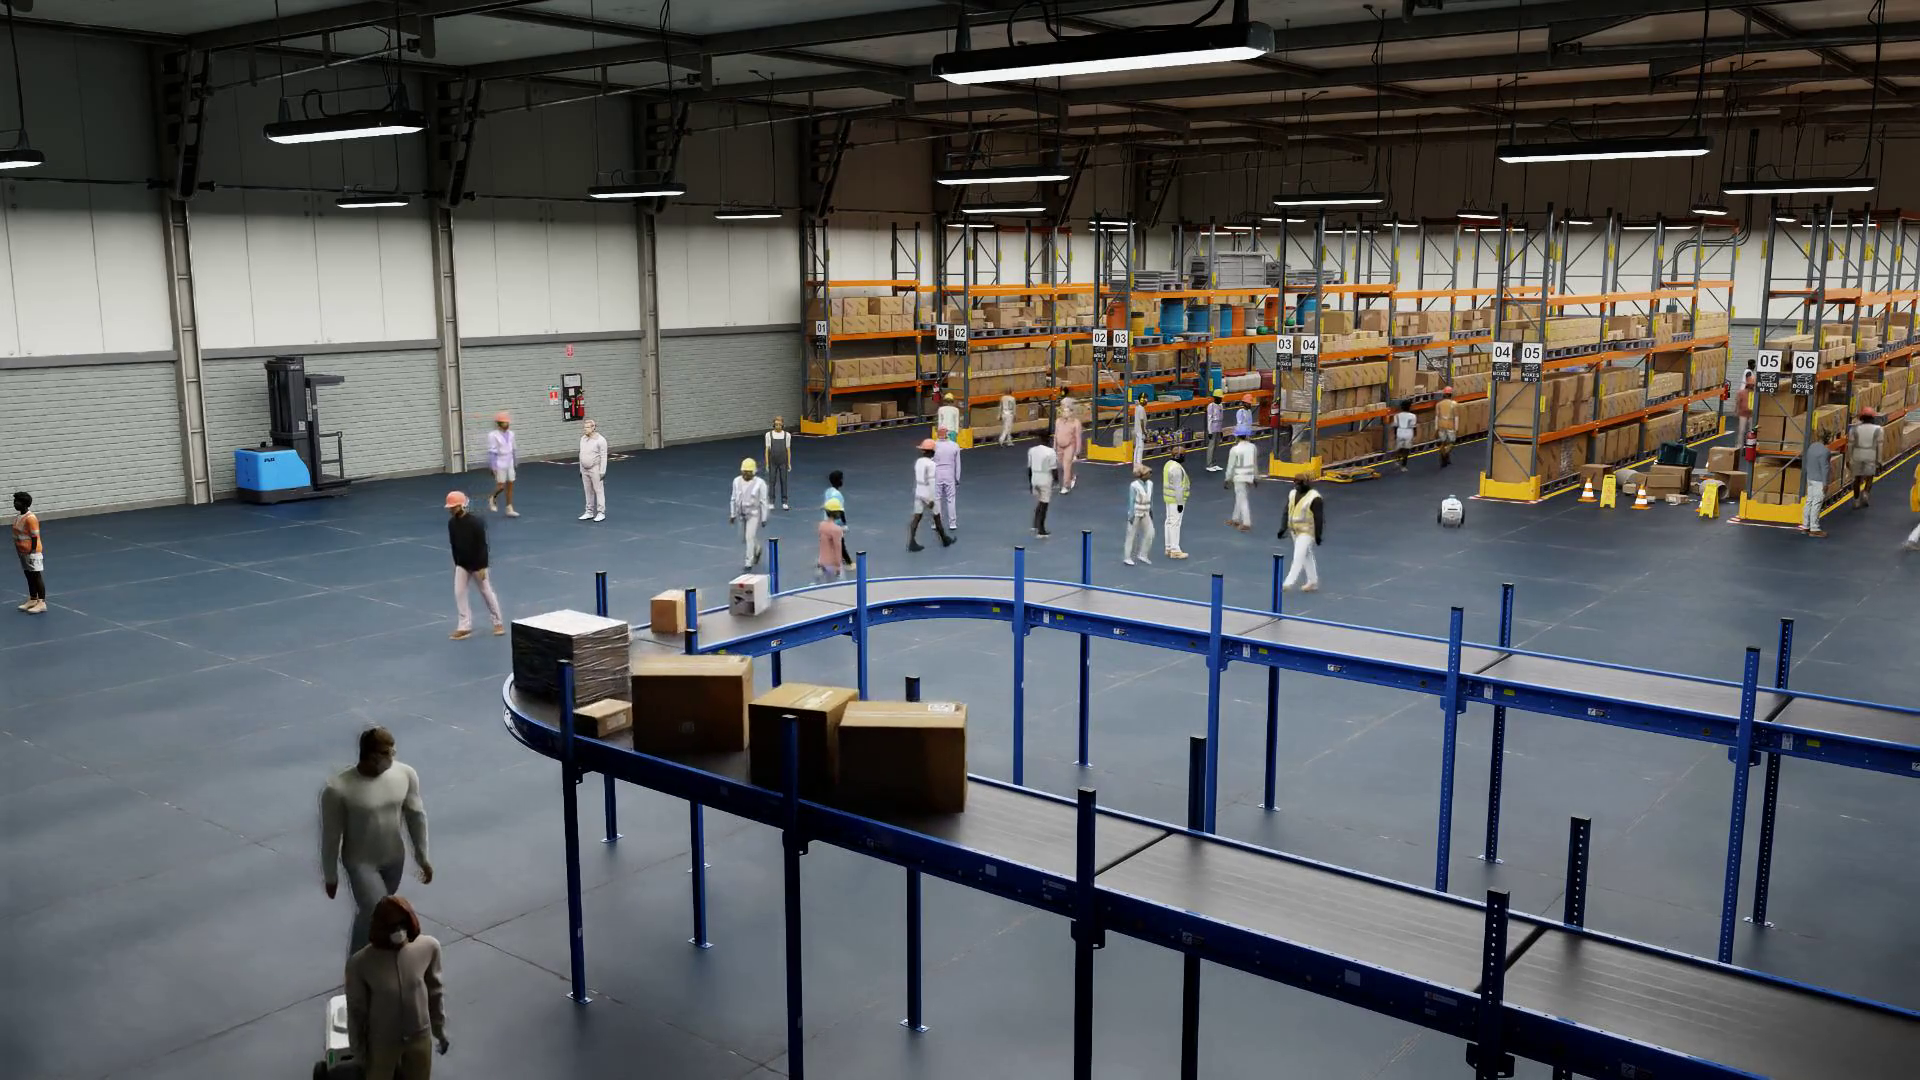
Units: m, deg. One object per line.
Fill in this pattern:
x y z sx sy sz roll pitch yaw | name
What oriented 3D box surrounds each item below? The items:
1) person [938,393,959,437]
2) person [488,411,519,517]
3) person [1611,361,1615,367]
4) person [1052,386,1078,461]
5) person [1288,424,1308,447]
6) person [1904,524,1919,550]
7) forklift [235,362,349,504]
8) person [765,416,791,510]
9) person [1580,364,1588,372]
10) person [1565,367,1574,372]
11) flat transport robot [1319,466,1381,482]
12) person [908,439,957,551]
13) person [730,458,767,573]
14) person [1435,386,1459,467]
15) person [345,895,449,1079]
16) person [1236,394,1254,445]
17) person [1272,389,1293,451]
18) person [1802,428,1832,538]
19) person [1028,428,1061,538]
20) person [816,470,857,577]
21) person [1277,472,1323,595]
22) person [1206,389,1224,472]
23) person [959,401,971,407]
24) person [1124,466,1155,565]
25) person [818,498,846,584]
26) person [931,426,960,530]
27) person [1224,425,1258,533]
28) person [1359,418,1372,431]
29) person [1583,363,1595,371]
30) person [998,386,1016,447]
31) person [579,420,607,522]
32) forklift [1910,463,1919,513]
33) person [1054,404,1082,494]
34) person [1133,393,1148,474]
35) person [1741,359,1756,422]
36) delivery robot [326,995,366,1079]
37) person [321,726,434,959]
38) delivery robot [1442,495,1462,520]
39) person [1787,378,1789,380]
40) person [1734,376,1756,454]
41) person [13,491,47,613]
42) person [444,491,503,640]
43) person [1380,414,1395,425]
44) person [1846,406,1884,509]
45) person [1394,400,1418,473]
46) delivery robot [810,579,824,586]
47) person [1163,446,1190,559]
-0.253 -2.641 37.434 0.535 1.732 0.817 2 10 11 | person
-8.737 -1.449 29.900 0.573 2.031 0.637 6 12 32 | person
19.446 -4.368 46.667 0.532 1.916 0.628 -4 11 -23 | person
2.522 -2.880 38.553 0.968 1.823 0.519 7 12 34 | person
8.477 -3.067 39.326 0.640 1.918 0.669 7 12 34 | person
16.527 -0.728 26.433 0.998 1.841 0.592 2 10 10 | person
-13.803 -2.244 32.110 1.129 2.768 1.873 8 13 37 | forklift
-3.573 -1.512 30.784 0.505 1.847 0.346 -2 10 -11 | person
19.833 -4.841 49.654 0.588 1.803 0.826 -5 11 -27 | person
17.372 -3.977 44.582 0.603 1.884 1.048 10 14 43 | person
8.765 -1.477 35.128 1.431 0.197 0.652 -9 13 -41 | flat transport robot
-0.508 -0.769 26.481 0.975 1.882 0.569 -8 13 -37 | person
-3.309 -0.421 24.760 0.598 1.806 0.769 5 11 24 | person
11.586 -2.700 37.226 0.578 1.925 0.388 7 12 33 | person
-2.918 2.618 8.135 0.507 1.631 0.268 -8 13 -39 | person
6.375 -2.296 34.956 0.374 1.929 0.542 7 12 36 | person
8.396 -3.266 40.389 0.637 1.952 1.019 7 13 36 | person
15.272 -1.035 27.829 0.358 1.938 0.636 1 10 4 | person
1.489 -1.017 27.717 0.469 1.949 0.628 -8 13 -39 | person
-1.868 -0.254 24.236 0.868 1.647 0.549 -3 11 -19 | person
4.965 -0.100 22.995 0.979 1.781 0.609 -5 11 -25 | person
5.976 -2.566 36.492 0.375 1.922 0.594 7 12 36 | person
0.175 -4.561 47.972 0.592 1.834 0.404 4 11 20 | person
2.907 -0.394 25.137 0.628 1.609 0.585 -9 14 -43 | person
-1.726 0.309 20.797 0.440 1.754 0.529 -7 12 -33 | person
-0.315 -1.130 28.469 0.643 1.905 0.399 -1 10 -6 | person
5.026 -1.124 28.393 0.642 1.909 0.881 -7 12 -36 | person
11.279 -3.775 43.450 0.510 1.872 0.329 9 13 40 | person
18.946 -4.446 47.103 0.651 1.913 0.410 5 11 27 | person
1.219 -3.248 41.169 0.521 1.615 0.633 9 14 43 | person
-6.943 -1.311 29.479 0.638 1.909 0.408 6 12 31 | person
19.034 -1.348 28.998 2.313 2.155 1.214 8 13 37 | forklift
2.293 -1.946 33.102 0.642 1.882 0.723 9 13 41 | person
4.179 -2.461 36.073 0.328 1.865 0.521 -2 10 -10 | person
24.086 -4.582 47.862 0.373 1.914 0.596 5 11 24 | person
-3.574 2.927 9.282 0.477 0.478 0.707 -4 11 -21 | delivery robot
-3.812 2.130 10.240 1.097 1.872 0.629 9 13 40 | person
9.148 -0.592 29.091 0.477 0.478 0.707 3 10 15 | delivery robot
24.194 -4.113 45.426 0.429 1.847 0.626 7 12 33 | person
20.025 -3.164 39.751 0.682 1.967 0.390 3 11 16 | person
-12.968 0.164 21.769 0.535 1.697 0.318 8 13 39 | person
-6.319 0.304 20.341 0.630 1.944 0.763 4 11 23 | person
11.832 -3.764 43.218 0.542 1.930 0.375 2 10 14 | person
17.834 -1.619 30.868 0.633 2.025 0.450 6 12 31 | person
10.341 -2.404 36.245 0.545 1.675 0.428 9 13 41 | person
-1.791 0.584 21.737 0.698 0.223 0.335 -3 11 -19 | delivery robot
3.577 -0.635 25.873 0.429 1.839 0.622 -2 10 -9 | person
